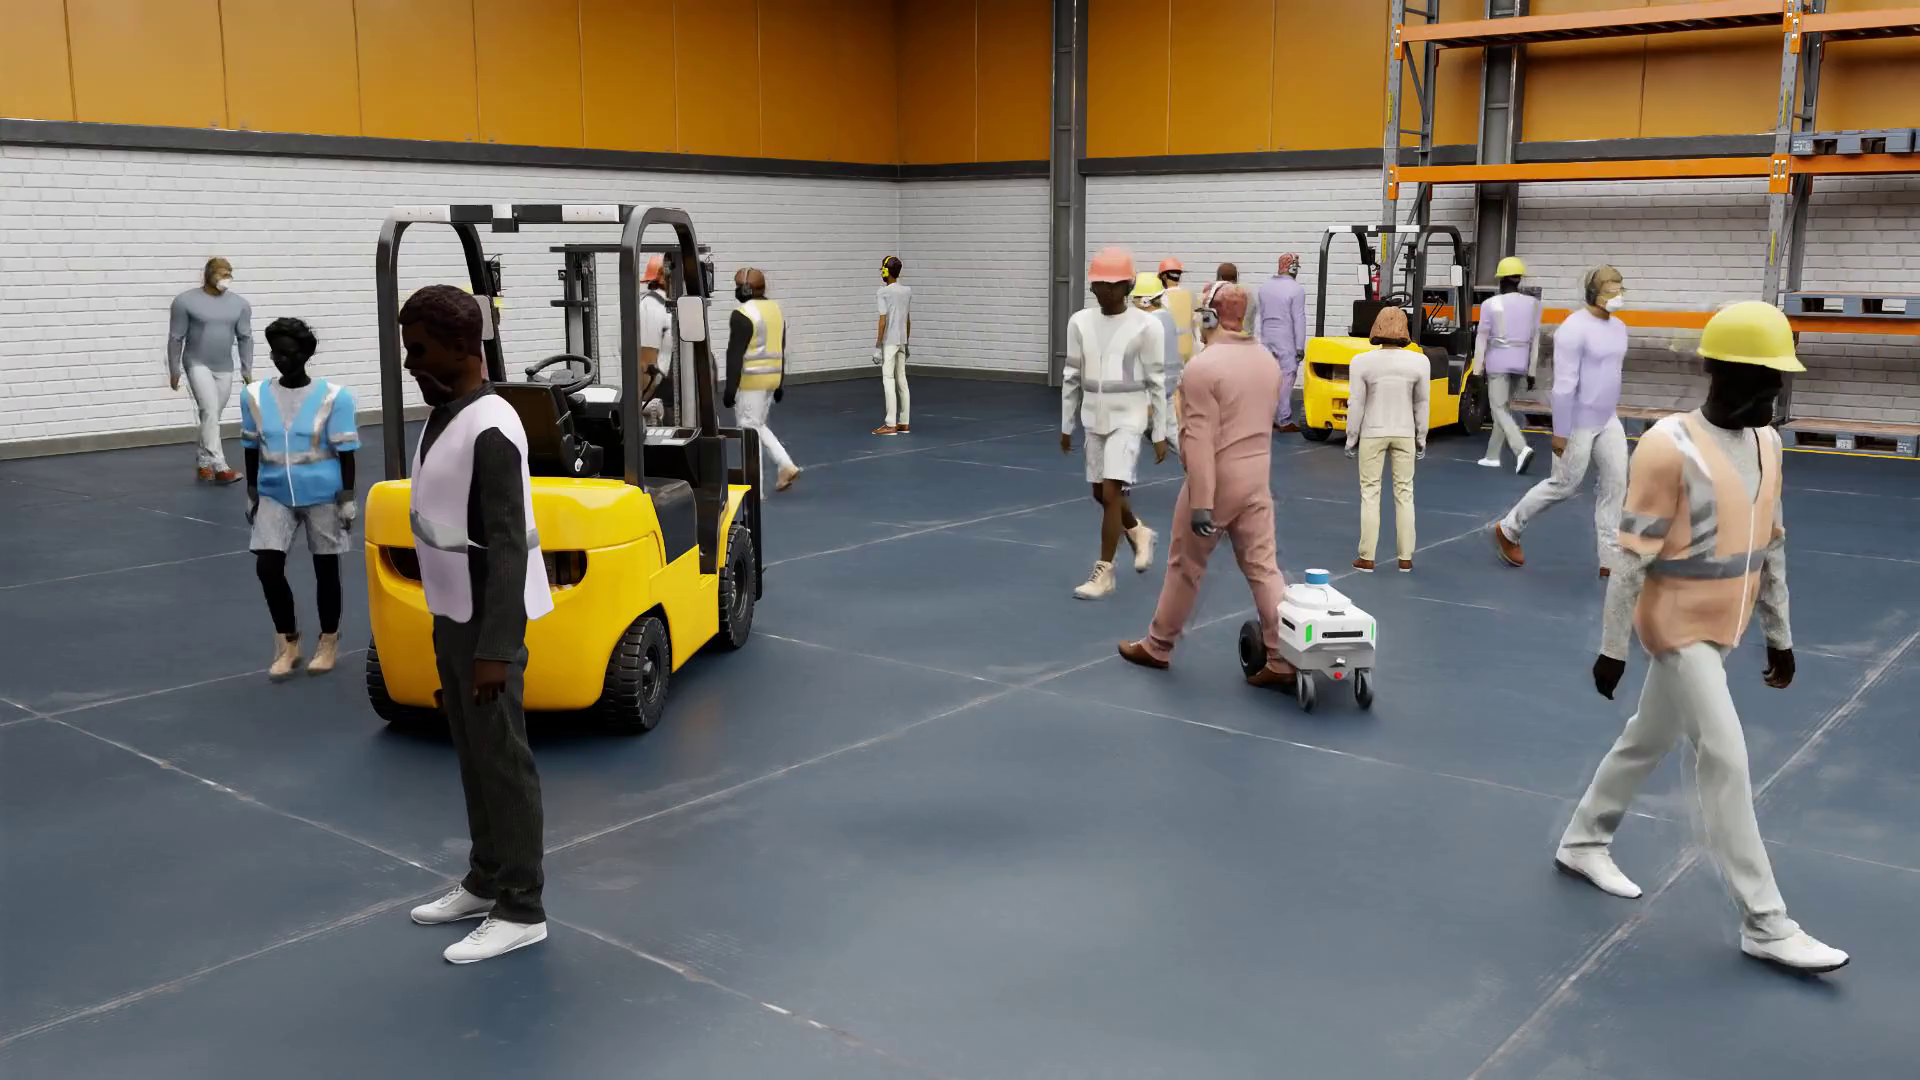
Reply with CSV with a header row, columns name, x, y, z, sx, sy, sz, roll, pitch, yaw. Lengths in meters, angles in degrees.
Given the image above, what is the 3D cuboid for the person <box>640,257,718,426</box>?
name,x,y,z,sx,sy,sz,roll,pitch,yaw
person,-1.884,-0.945,10.935,0.617,2.000,0.706,3,11,18

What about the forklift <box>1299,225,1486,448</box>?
name,x,y,z,sx,sy,sz,roll,pitch,yaw
forklift,4.449,-2.115,16.993,1.214,2.155,2.313,8,13,38

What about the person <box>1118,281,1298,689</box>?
name,x,y,z,sx,sy,sz,roll,pitch,yaw
person,1.206,-0.254,7.642,0.655,1.853,1.019,-9,13,-40

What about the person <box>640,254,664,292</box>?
name,x,y,z,sx,sy,sz,roll,pitch,yaw
person,-2.059,-1.048,11.802,0.377,1.932,0.552,0,10,2

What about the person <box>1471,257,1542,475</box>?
name,x,y,z,sx,sy,sz,roll,pitch,yaw
person,4.830,-1.532,14.606,0.597,1.898,0.871,-3,11,-17

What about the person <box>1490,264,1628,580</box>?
name,x,y,z,sx,sy,sz,roll,pitch,yaw
person,3.694,-0.706,10.014,0.626,1.908,0.926,-8,13,-37

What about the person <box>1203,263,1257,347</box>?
name,x,y,z,sx,sy,sz,roll,pitch,yaw
person,2.720,-1.956,17.223,0.652,1.792,0.939,-3,11,-15

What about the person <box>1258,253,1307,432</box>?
name,x,y,z,sx,sy,sz,roll,pitch,yaw
person,3.463,-2.101,17.742,0.404,1.900,0.645,-7,12,-33

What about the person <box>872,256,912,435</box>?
name,x,y,z,sx,sy,sz,roll,pitch,yaw
person,-0.720,-2.038,17.467,0.327,1.872,0.517,8,13,38

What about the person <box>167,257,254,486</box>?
name,x,y,z,sx,sy,sz,roll,pitch,yaw
person,-6.215,-1.403,13.888,0.897,1.887,0.659,9,13,40

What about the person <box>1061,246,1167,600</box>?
name,x,y,z,sx,sy,sz,roll,pitch,yaw
person,0.929,-0.694,9.658,0.644,2.008,0.898,7,13,35

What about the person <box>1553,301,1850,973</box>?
name,x,y,z,sx,sy,sz,roll,pitch,yaw
person,2.184,0.240,4.861,0.597,1.862,1.009,-7,12,-34

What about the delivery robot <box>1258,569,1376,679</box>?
name,x,y,z,sx,sy,sz,roll,pitch,yaw
delivery robot,1.598,0.374,7.485,0.477,0.478,0.707,-1,10,-7

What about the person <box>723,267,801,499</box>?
name,x,y,z,sx,sy,sz,roll,pitch,yaw
person,-1.599,-1.219,13.051,0.465,1.824,0.631,4,11,21

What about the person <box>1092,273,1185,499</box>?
name,x,y,z,sx,sy,sz,roll,pitch,yaw
person,1.539,-1.182,12.961,0.927,1.792,0.597,6,12,29

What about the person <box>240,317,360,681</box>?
name,x,y,z,sx,sy,sz,roll,pitch,yaw
person,-3.049,-0.178,7.657,0.557,1.677,0.526,-1,10,-3

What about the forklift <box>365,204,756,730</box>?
name,x,y,z,sx,sy,sz,roll,pitch,yaw
forklift,-1.766,-0.406,7.525,1.214,2.155,2.313,1,10,7

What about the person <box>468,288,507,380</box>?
name,x,y,z,sx,sy,sz,roll,pitch,yaw
person,-3.101,-0.828,11.091,0.670,1.743,0.547,-1,10,-6

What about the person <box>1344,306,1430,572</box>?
name,x,y,z,sx,sy,sz,roll,pitch,yaw
person,2.619,-0.612,10.215,0.506,1.632,0.268,0,10,2

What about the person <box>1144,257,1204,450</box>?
name,x,y,z,sx,sy,sz,roll,pitch,yaw
person,2.072,-1.827,16.318,0.610,1.867,1.031,-5,11,-26

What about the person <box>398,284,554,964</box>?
name,x,y,z,sx,sy,sz,roll,pitch,yaw
person,-1.378,0.234,4.756,0.392,1.914,0.587,-6,12,-30
